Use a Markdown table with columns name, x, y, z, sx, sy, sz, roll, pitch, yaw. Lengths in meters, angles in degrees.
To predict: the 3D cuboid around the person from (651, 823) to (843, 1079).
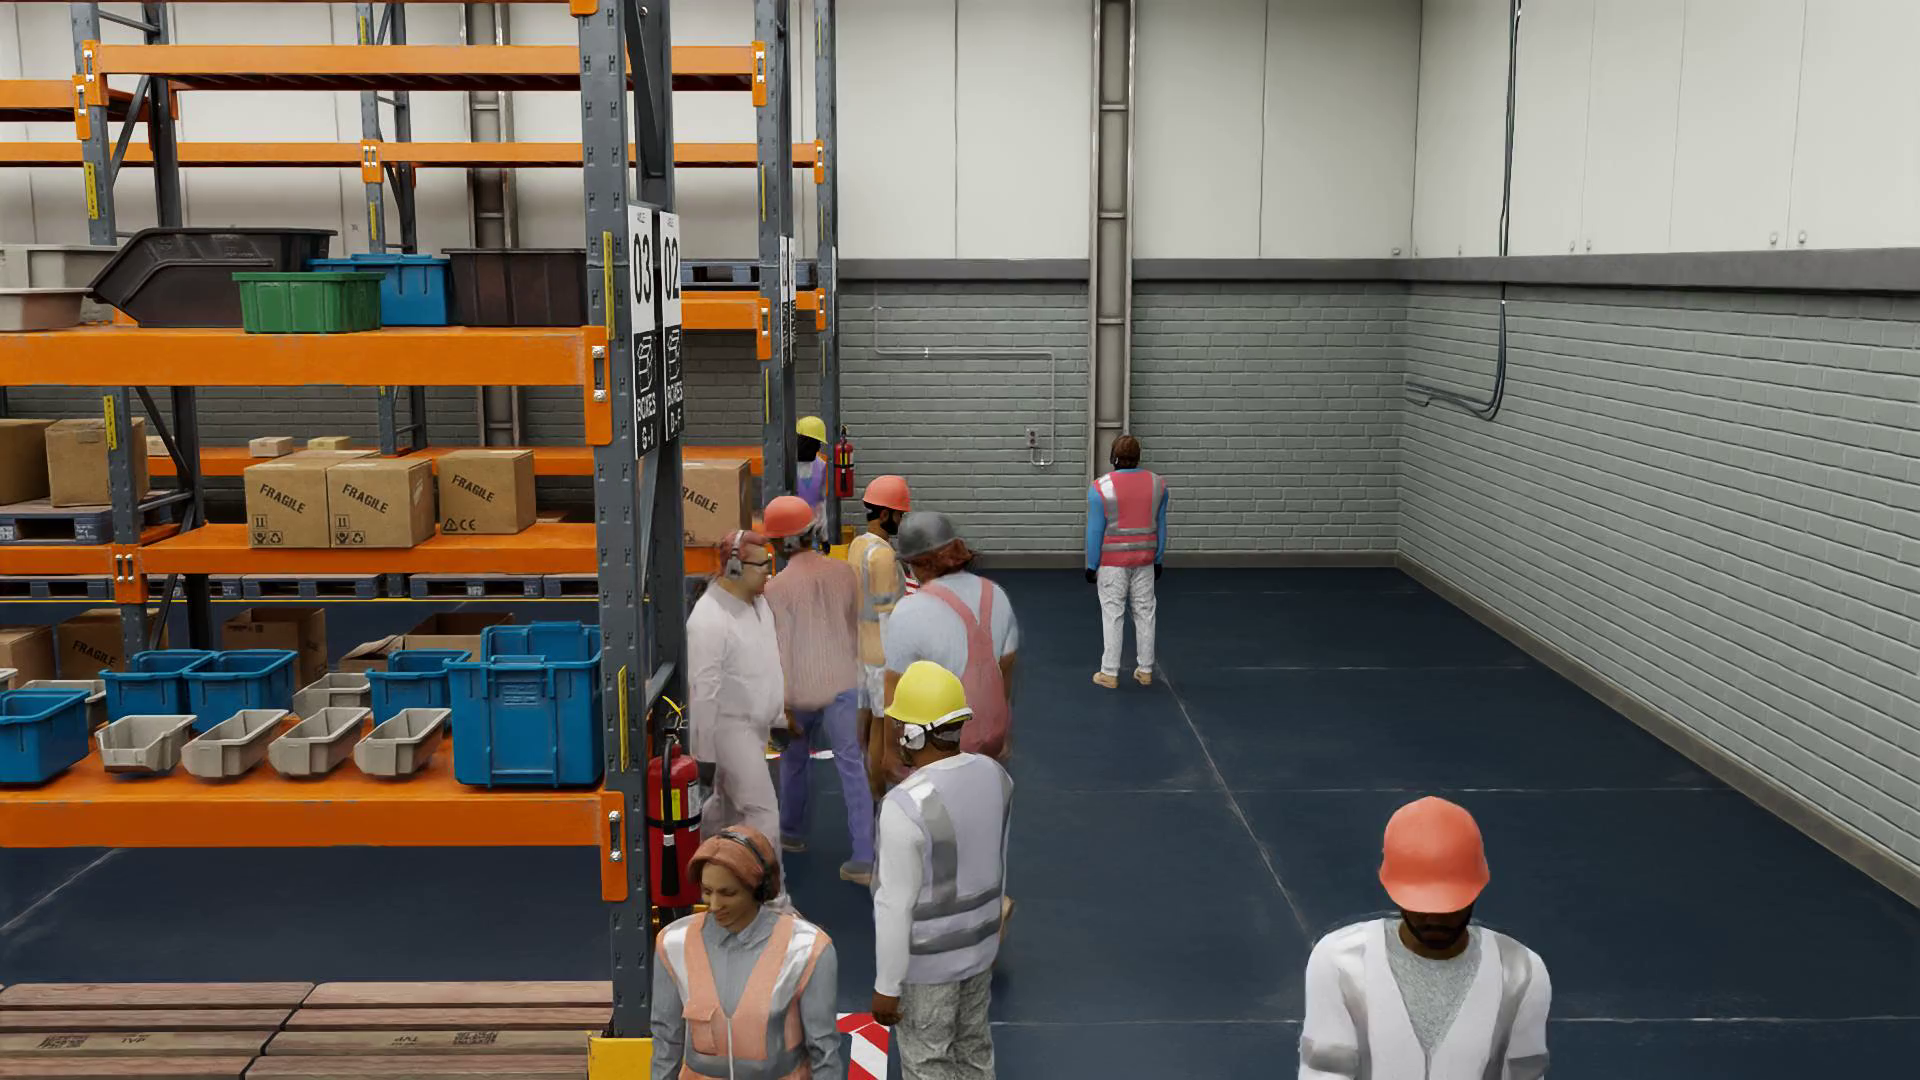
| name | x | y | z | sx | sy | sz | roll | pitch | yaw |
| --- | --- | --- | --- | --- | --- | --- | --- | --- | --- |
| person | -0.551 | 1.524 | 4.339 | 0.525 | 1.632 | 0.311 | 2 | 10 | 13 |

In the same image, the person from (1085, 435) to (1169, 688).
| name | x | y | z | sx | sy | sz | roll | pitch | yaw |
| --- | --- | --- | --- | --- | --- | --- | --- | --- | --- |
| person | 1.195 | 0.155 | 12.083 | 0.620 | 1.845 | 0.430 | -3 | 10 | -17 |

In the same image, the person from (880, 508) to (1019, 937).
| name | x | y | z | sx | sy | sz | roll | pitch | yaw |
| --- | --- | --- | --- | --- | --- | --- | --- | --- | --- |
| person | -0.019 | 0.831 | 7.330 | 0.714 | 2.000 | 0.717 | 8 | 12 | 40 |

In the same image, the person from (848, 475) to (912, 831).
| name | x | y | z | sx | sy | sz | roll | pitch | yaw |
| --- | --- | --- | --- | --- | --- | --- | --- | --- | --- |
| person | -0.415 | 0.608 | 9.045 | 0.372 | 1.928 | 0.543 | -4 | 10 | -21 |

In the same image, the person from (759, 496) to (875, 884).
| name | x | y | z | sx | sy | sz | roll | pitch | yaw |
| --- | --- | --- | --- | --- | --- | --- | --- | --- | --- |
| person | -0.724 | 0.735 | 8.322 | 0.627 | 1.927 | 1.040 | -7 | 12 | -36 |

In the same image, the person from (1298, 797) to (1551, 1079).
| name | x | y | z | sx | sy | sz | roll | pitch | yaw |
| --- | --- | --- | --- | --- | --- | --- | --- | --- | --- |
| person | 1.024 | 1.496 | 3.709 | 0.554 | 1.881 | 0.985 | 2 | 9 | 12 |

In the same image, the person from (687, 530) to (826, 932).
| name | x | y | z | sx | sy | sz | roll | pitch | yaw |
| --- | --- | --- | --- | --- | --- | --- | --- | --- | --- |
| person | -1.068 | 0.865 | 7.652 | 0.905 | 1.872 | 0.646 | 2 | 9 | 12 |

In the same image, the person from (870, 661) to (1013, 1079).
| name | x | y | z | sx | sy | sz | roll | pitch | yaw |
| --- | --- | --- | --- | --- | --- | --- | --- | --- | --- |
| person | -0.076 | 1.284 | 5.236 | 0.404 | 1.825 | 0.598 | 6 | 11 | 35 |
